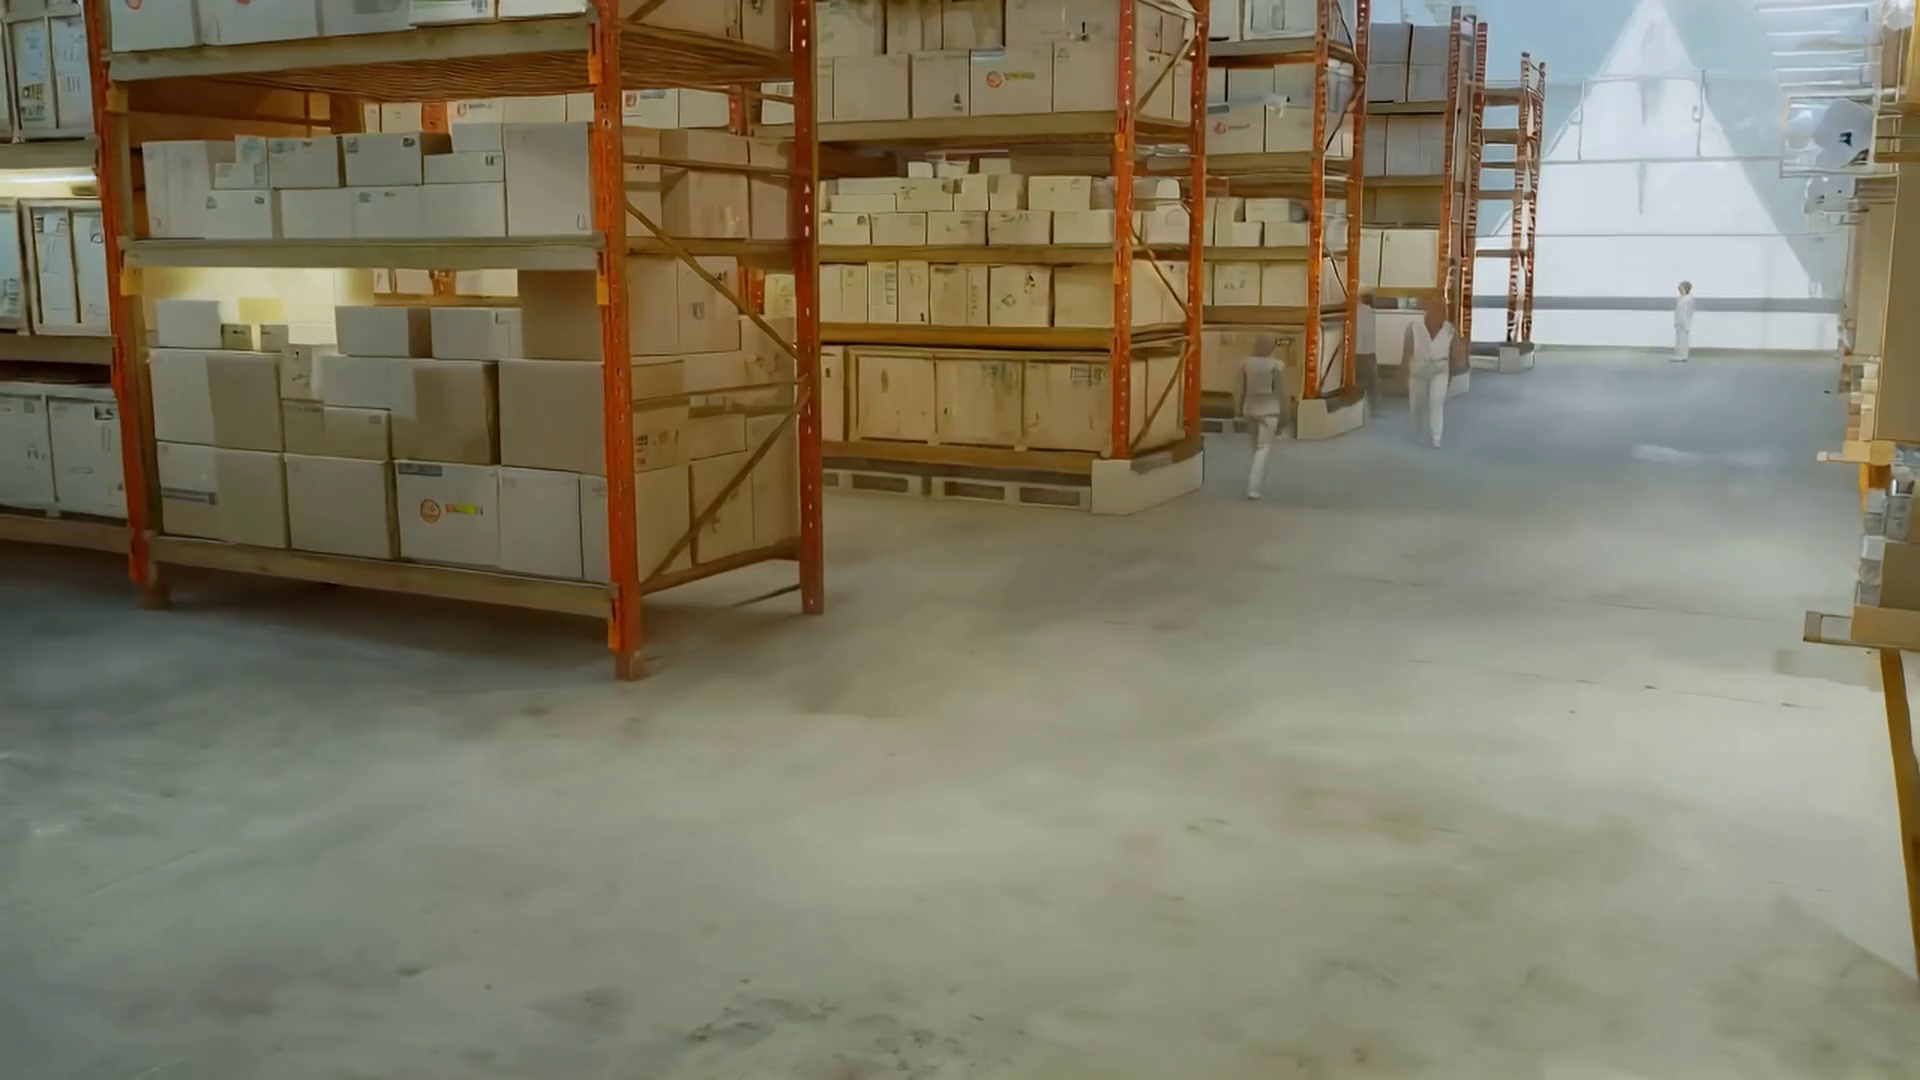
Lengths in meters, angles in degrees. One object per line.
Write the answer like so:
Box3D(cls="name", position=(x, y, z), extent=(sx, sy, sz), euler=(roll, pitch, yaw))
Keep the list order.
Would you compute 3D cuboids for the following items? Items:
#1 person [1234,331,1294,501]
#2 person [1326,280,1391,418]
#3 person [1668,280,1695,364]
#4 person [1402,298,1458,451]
Box3D(cls="person", position=(2.894, -1.180, 15.803), extent=(0.539, 1.587, 0.877), euler=(6, 11, 31))
Box3D(cls="person", position=(5.653, -2.702, 23.574), extent=(0.909, 1.961, 0.633), euler=(7, 12, 36))
Box3D(cls="person", position=(15.271, -4.605, 35.156), extent=(0.320, 1.755, 0.563), euler=(-2, 10, -10))
Box3D(cls="person", position=(5.613, -1.997, 19.937), extent=(0.630, 1.808, 0.917), euler=(2, 10, 12))
